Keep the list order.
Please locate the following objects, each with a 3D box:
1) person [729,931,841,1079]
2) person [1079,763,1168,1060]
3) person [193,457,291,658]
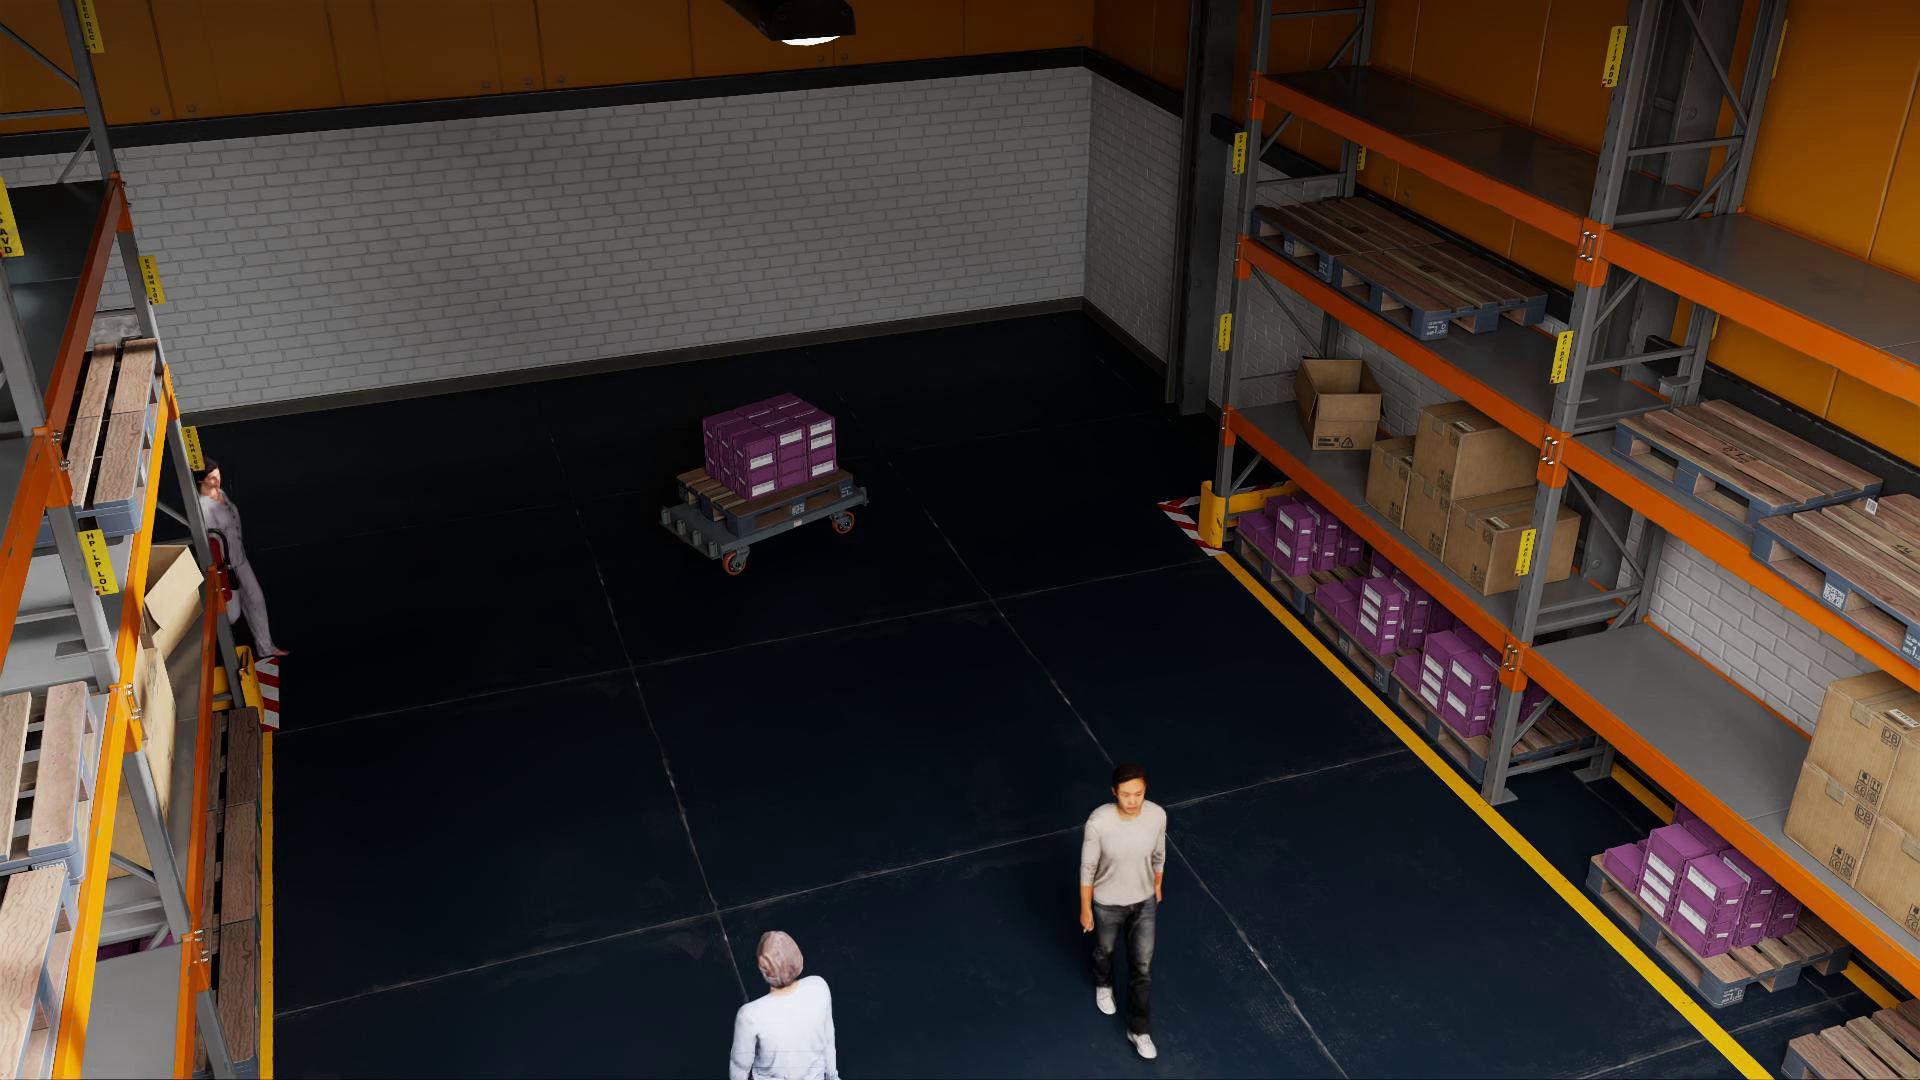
[{"bbox_3d":[-0.769,2.694,7.887,0.894,1.846,1.305,-18,33,-29],"label":"person"},{"bbox_3d":[0.880,1.937,9.334,0.774,1.787,1.005,-5,29,-8],"label":"person"},{"bbox_3d":[-5.641,0.192,12.567,0.869,1.755,1.020,-2,29,-4],"label":"person"}]
